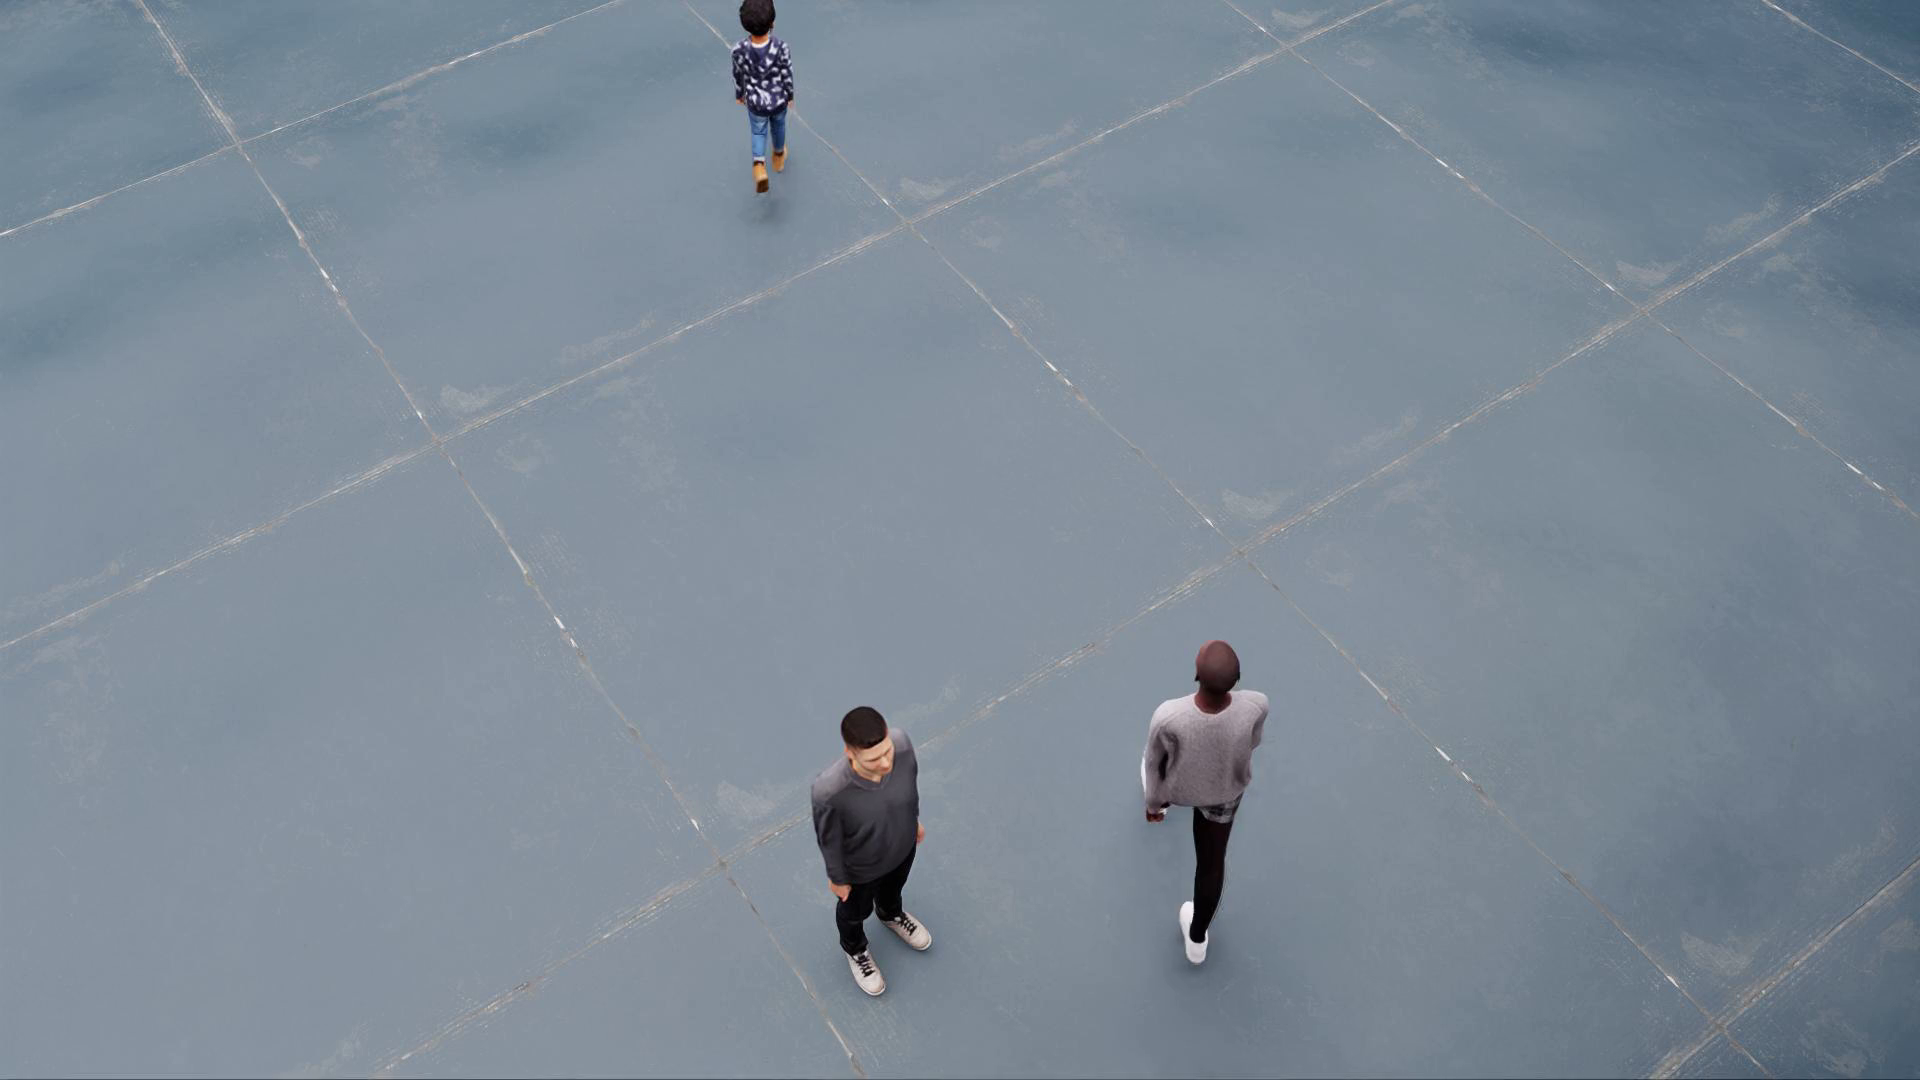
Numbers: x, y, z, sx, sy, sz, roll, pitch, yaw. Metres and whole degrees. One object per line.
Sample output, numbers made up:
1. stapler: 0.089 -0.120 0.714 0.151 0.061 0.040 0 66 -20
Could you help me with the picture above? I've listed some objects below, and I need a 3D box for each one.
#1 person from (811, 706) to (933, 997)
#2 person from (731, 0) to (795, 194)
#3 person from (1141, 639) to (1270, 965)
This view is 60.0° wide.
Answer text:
1. person: -0.335 1.167 6.395 0.648 1.760 0.582 -37 61 -25
2. person: -1.131 -2.566 9.617 0.728 1.238 0.847 -1 52 -1
3. person: 0.956 1.042 6.515 1.049 1.723 1.269 -3 52 -2
